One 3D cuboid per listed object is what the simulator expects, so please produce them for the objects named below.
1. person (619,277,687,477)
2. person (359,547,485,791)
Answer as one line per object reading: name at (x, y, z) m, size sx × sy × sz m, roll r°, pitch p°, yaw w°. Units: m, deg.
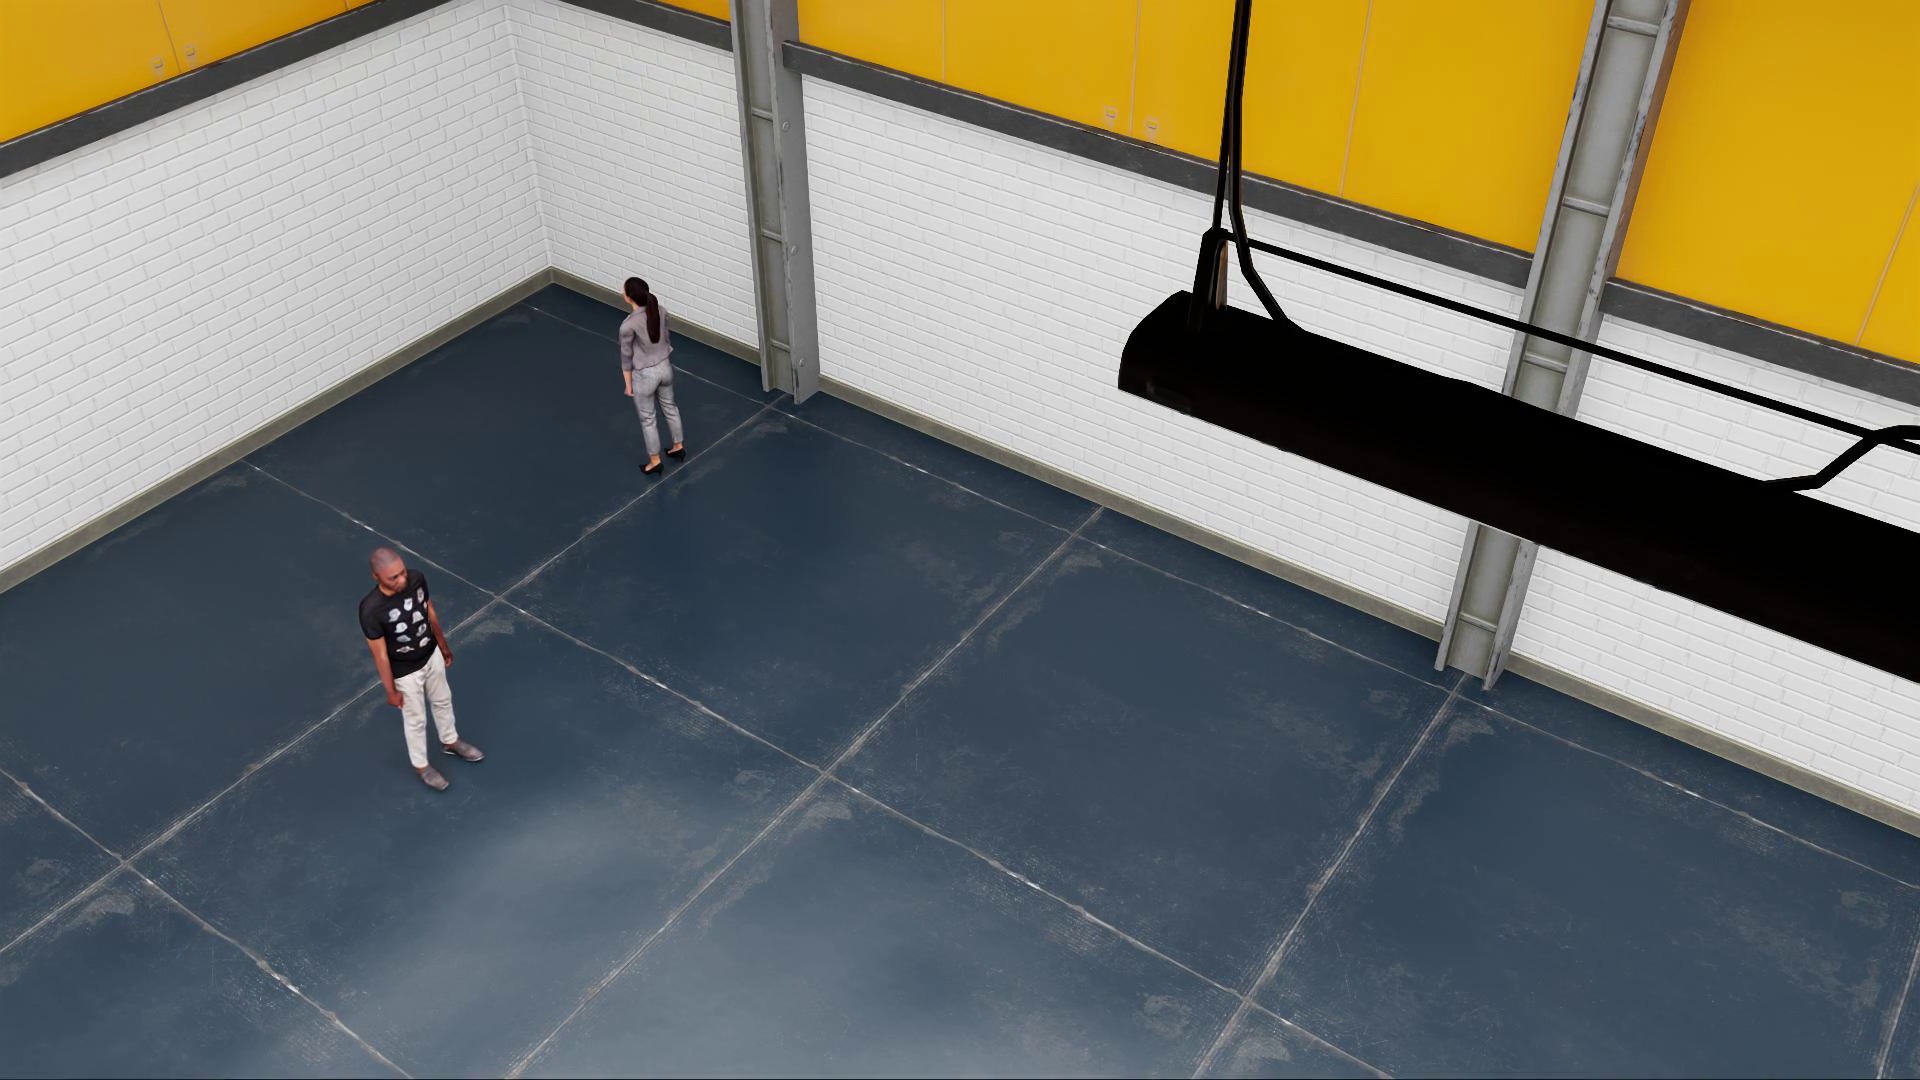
person at (-2.355, -1.245, 12.692) m, size 0.575 × 1.674 × 0.618 m, roll 27°, pitch 46°, yaw 30°
person at (-3.333, 0.740, 10.103) m, size 0.635 × 1.802 × 0.679 m, roll 19°, pitch 42°, yaw 22°
